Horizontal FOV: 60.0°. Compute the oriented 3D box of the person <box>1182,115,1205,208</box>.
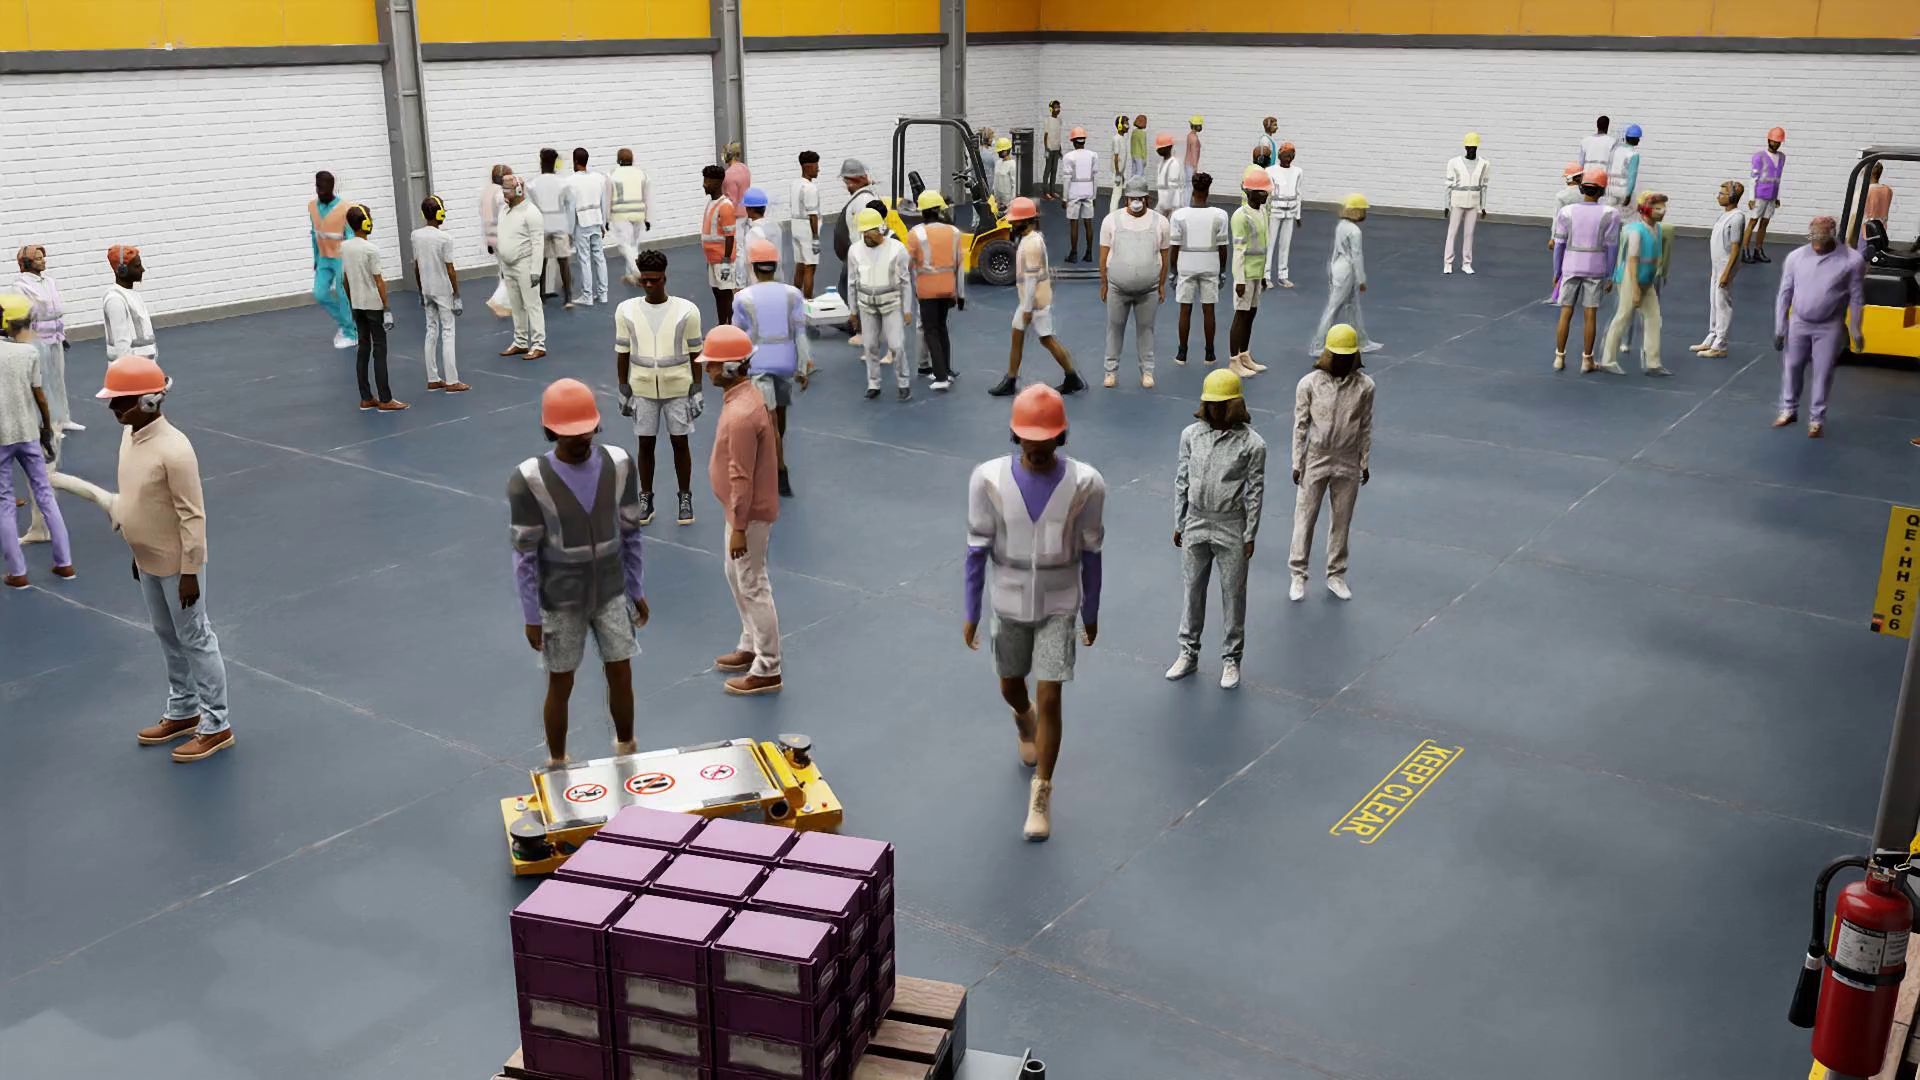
[{"bbox_3d":[4.121,-6.599,29.359,0.344,1.759,0.522,-1,18,-4],"label":"person"}]

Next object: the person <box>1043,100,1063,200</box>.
[{"bbox_3d":[1.802,-7.491,31.961,0.334,1.873,0.521,16,23,40],"label":"person"}]

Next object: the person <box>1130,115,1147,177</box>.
[{"bbox_3d":[3.385,-7.183,31.381,0.278,1.631,0.507,-7,19,-21],"label":"person"}]

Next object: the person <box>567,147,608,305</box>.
[{"bbox_3d":[-4.617,-3.876,20.578,0.392,1.920,0.587,14,23,37],"label":"person"}]

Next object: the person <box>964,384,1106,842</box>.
[{"bbox_3d":[0.342,0.256,7.505,0.614,2.011,0.911,2,18,7],"label":"person"}]

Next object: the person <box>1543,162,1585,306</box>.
[{"bbox_3d":[7.510,-3.776,20.530,0.562,1.752,0.324,-8,19,-23],"label":"person"}]

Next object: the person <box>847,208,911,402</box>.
[{"bbox_3d":[-0.754,-2.162,15.388,0.611,1.812,0.428,4,18,14],"label":"person"}]

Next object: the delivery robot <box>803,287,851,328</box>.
[{"bbox_3d":[-1.426,-2.585,18.593,0.707,0.478,0.477,-8,19,-23],"label":"delivery robot"}]

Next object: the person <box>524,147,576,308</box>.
[{"bbox_3d":[-5.018,-3.803,20.311,0.651,1.960,0.446,-4,18,-11],"label":"person"}]

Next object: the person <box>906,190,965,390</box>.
[{"bbox_3d":[-0.253,-2.391,15.976,0.605,1.899,0.661,-13,22,-34],"label":"person"}]

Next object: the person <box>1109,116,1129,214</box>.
[{"bbox_3d":[2.632,-6.030,27.390,0.331,1.874,0.519,4,18,13],"label":"person"}]

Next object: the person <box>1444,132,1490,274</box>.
[{"bbox_3d":[6.983,-4.643,22.962,0.585,1.929,0.370,1,18,2],"label":"person"}]

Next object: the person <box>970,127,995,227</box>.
[{"bbox_3d":[0.335,-4.930,23.843,0.379,1.940,0.629,-5,18,-16],"label":"person"}]

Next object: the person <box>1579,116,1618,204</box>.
[{"bbox_3d":[10.165,-5.794,26.577,0.589,1.920,0.398,16,24,40],"label":"person"}]

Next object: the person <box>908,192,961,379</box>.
[{"bbox_3d":[-0.243,-2.496,16.395,0.590,1.837,0.403,17,24,42],"label":"person"}]

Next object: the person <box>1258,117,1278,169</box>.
[{"bbox_3d":[5.078,-6.055,27.513,0.345,1.846,0.507,3,18,8],"label":"person"}]

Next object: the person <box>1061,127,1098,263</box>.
[{"bbox_3d":[1.714,-4.967,23.973,0.542,1.930,0.376,-6,19,-19],"label":"person"}]

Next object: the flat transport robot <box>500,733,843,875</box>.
[{"bbox_3d":[-1.305,1.164,7.476,1.431,0.197,0.652,-6,19,-19],"label":"flat transport robot"}]

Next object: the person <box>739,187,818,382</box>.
[{"bbox_3d":[-1.869,-2.483,16.254,0.984,1.913,0.599,9,20,25],"label":"person"}]

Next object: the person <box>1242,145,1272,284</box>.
[{"bbox_3d":[3.917,-4.246,21.859,0.429,1.842,0.636,-2,18,-6],"label":"person"}]

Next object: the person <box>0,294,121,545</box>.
[{"bbox_3d":[-6.169,-0.808,11.279,0.713,1.744,0.527,-7,19,-20],"label":"person"}]

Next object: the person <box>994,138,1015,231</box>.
[{"bbox_3d":[0.648,-4.965,24.243,0.321,1.761,0.522,-11,21,-32],"label":"person"}]

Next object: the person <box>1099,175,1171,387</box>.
[{"bbox_3d":[1.678,-2.479,16.009,0.682,2.000,0.538,1,18,2],"label":"person"}]

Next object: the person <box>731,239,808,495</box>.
[{"bbox_3d":[-1.484,-1.357,12.750,0.547,1.877,1.042,-7,19,-20],"label":"person"}]

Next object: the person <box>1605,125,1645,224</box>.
[{"bbox_3d":[9.910,-5.240,24.886,0.996,1.904,0.615,-5,18,-15],"label":"person"}]

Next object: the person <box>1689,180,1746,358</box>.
[{"bbox_3d":[7.984,-2.831,17.427,0.344,1.847,0.505,3,18,10],"label":"person"}]

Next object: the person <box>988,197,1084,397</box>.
[{"bbox_3d":[0.745,-2.274,15.633,0.913,1.897,0.544,-3,18,-9],"label":"person"}]

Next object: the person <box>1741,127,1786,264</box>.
[{"bbox_3d":[11.593,-4.950,23.910,0.549,1.934,0.374,-6,19,-18],"label":"person"}]

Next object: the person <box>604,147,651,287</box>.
[{"bbox_3d":[-4.339,-4.241,21.893,0.630,1.816,0.837,-13,22,-35],"label":"person"}]

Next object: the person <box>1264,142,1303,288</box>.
[{"bbox_3d":[4.216,-4.252,21.806,0.574,1.887,0.355,-6,19,-18],"label":"person"}]
